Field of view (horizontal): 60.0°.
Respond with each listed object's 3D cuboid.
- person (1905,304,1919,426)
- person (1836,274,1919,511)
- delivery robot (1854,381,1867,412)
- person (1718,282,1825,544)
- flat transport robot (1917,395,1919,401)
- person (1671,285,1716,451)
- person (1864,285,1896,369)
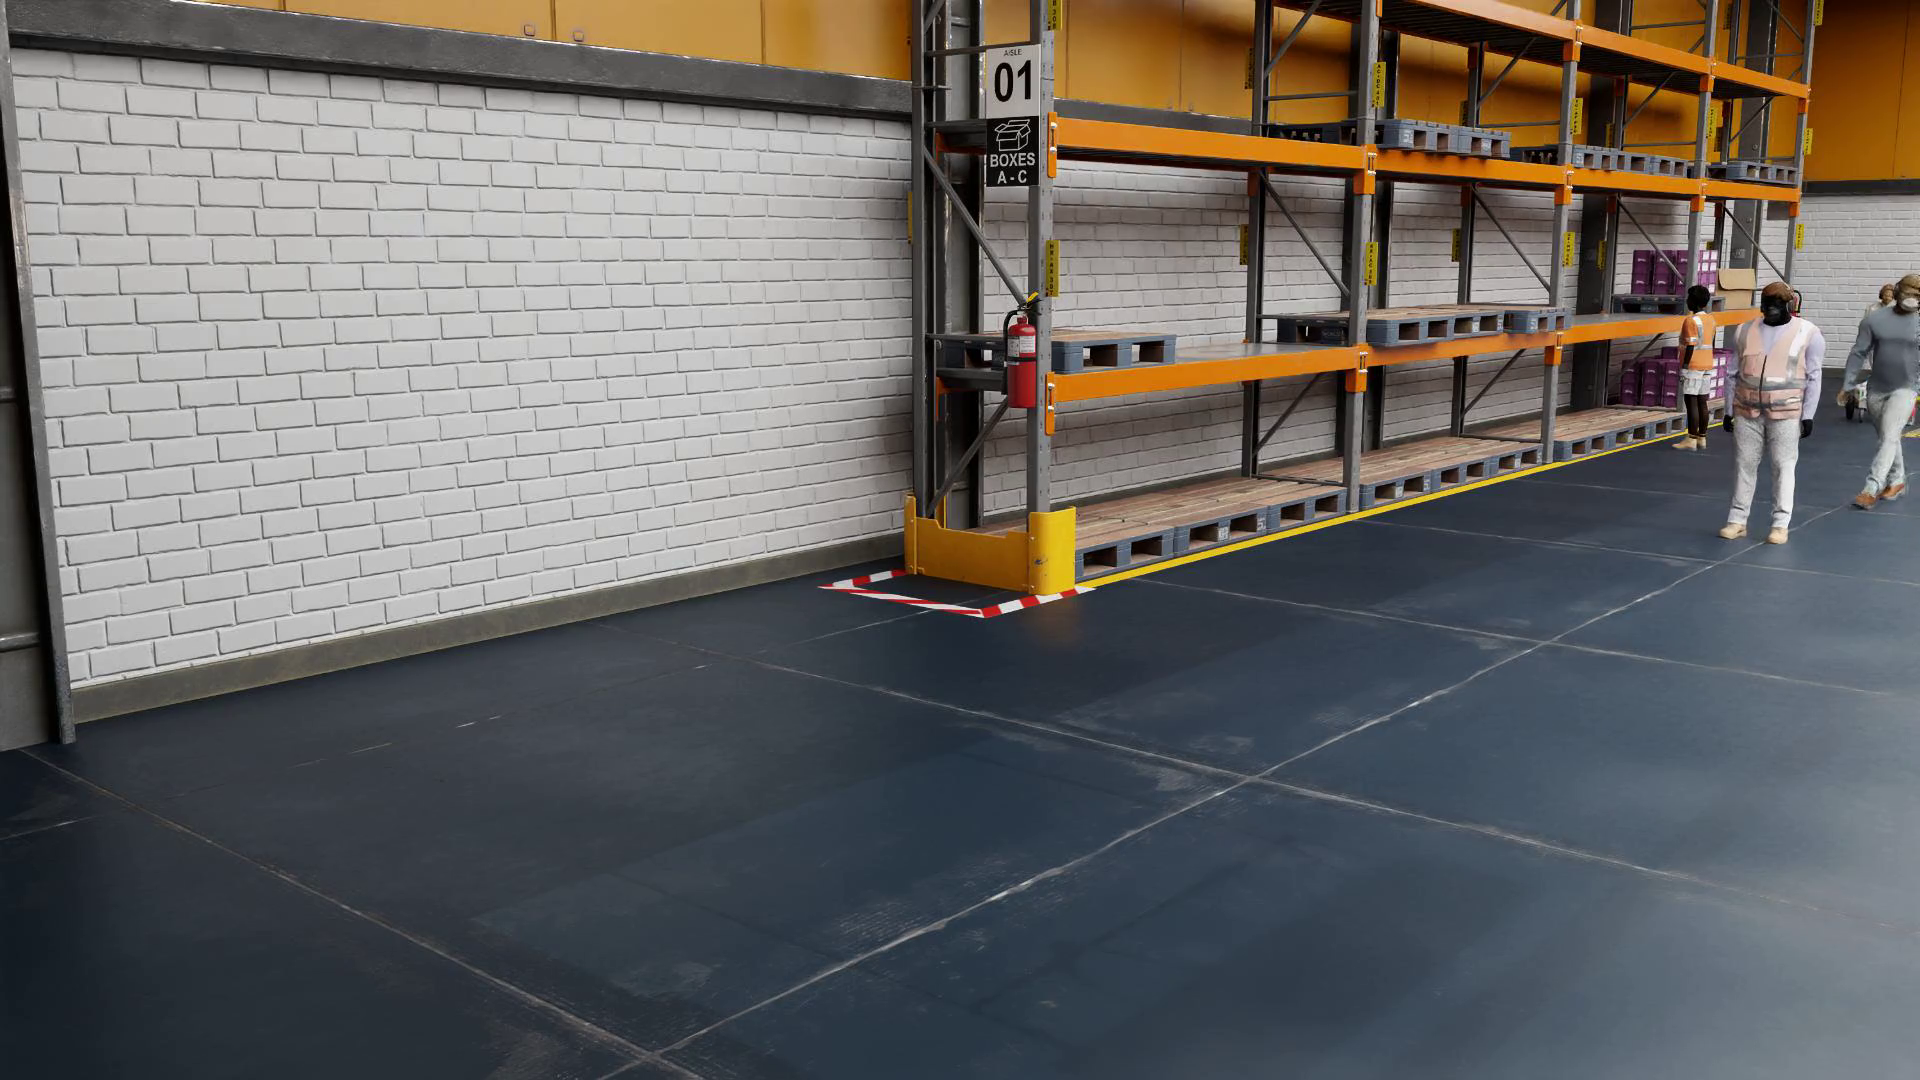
[{"bbox_3d":[11.383,-2.233,19.639,0.521,1.742,0.763,6,11,29],"label":"person"},{"bbox_3d":[7.518,-1.194,13.375,1.076,1.878,0.650,-8,12,-37],"label":"person"},{"bbox_3d":[10.957,-1.741,19.958,0.477,0.478,0.707,4,11,23],"label":"delivery robot"},{"bbox_3d":[5.710,-0.896,11.756,0.634,1.839,0.429,9,14,42],"label":"person"},{"bbox_3d":[13.436,-2.014,22.581,1.431,0.197,0.652,-1,10,-2],"label":"flat transport robot"},{"bbox_3d":[7.559,-1.766,17.114,0.540,1.695,0.317,-9,13,-42],"label":"person"},{"bbox_3d":[11.872,-2.479,21.416,0.552,1.591,0.800,7,12,36],"label":"person"}]
